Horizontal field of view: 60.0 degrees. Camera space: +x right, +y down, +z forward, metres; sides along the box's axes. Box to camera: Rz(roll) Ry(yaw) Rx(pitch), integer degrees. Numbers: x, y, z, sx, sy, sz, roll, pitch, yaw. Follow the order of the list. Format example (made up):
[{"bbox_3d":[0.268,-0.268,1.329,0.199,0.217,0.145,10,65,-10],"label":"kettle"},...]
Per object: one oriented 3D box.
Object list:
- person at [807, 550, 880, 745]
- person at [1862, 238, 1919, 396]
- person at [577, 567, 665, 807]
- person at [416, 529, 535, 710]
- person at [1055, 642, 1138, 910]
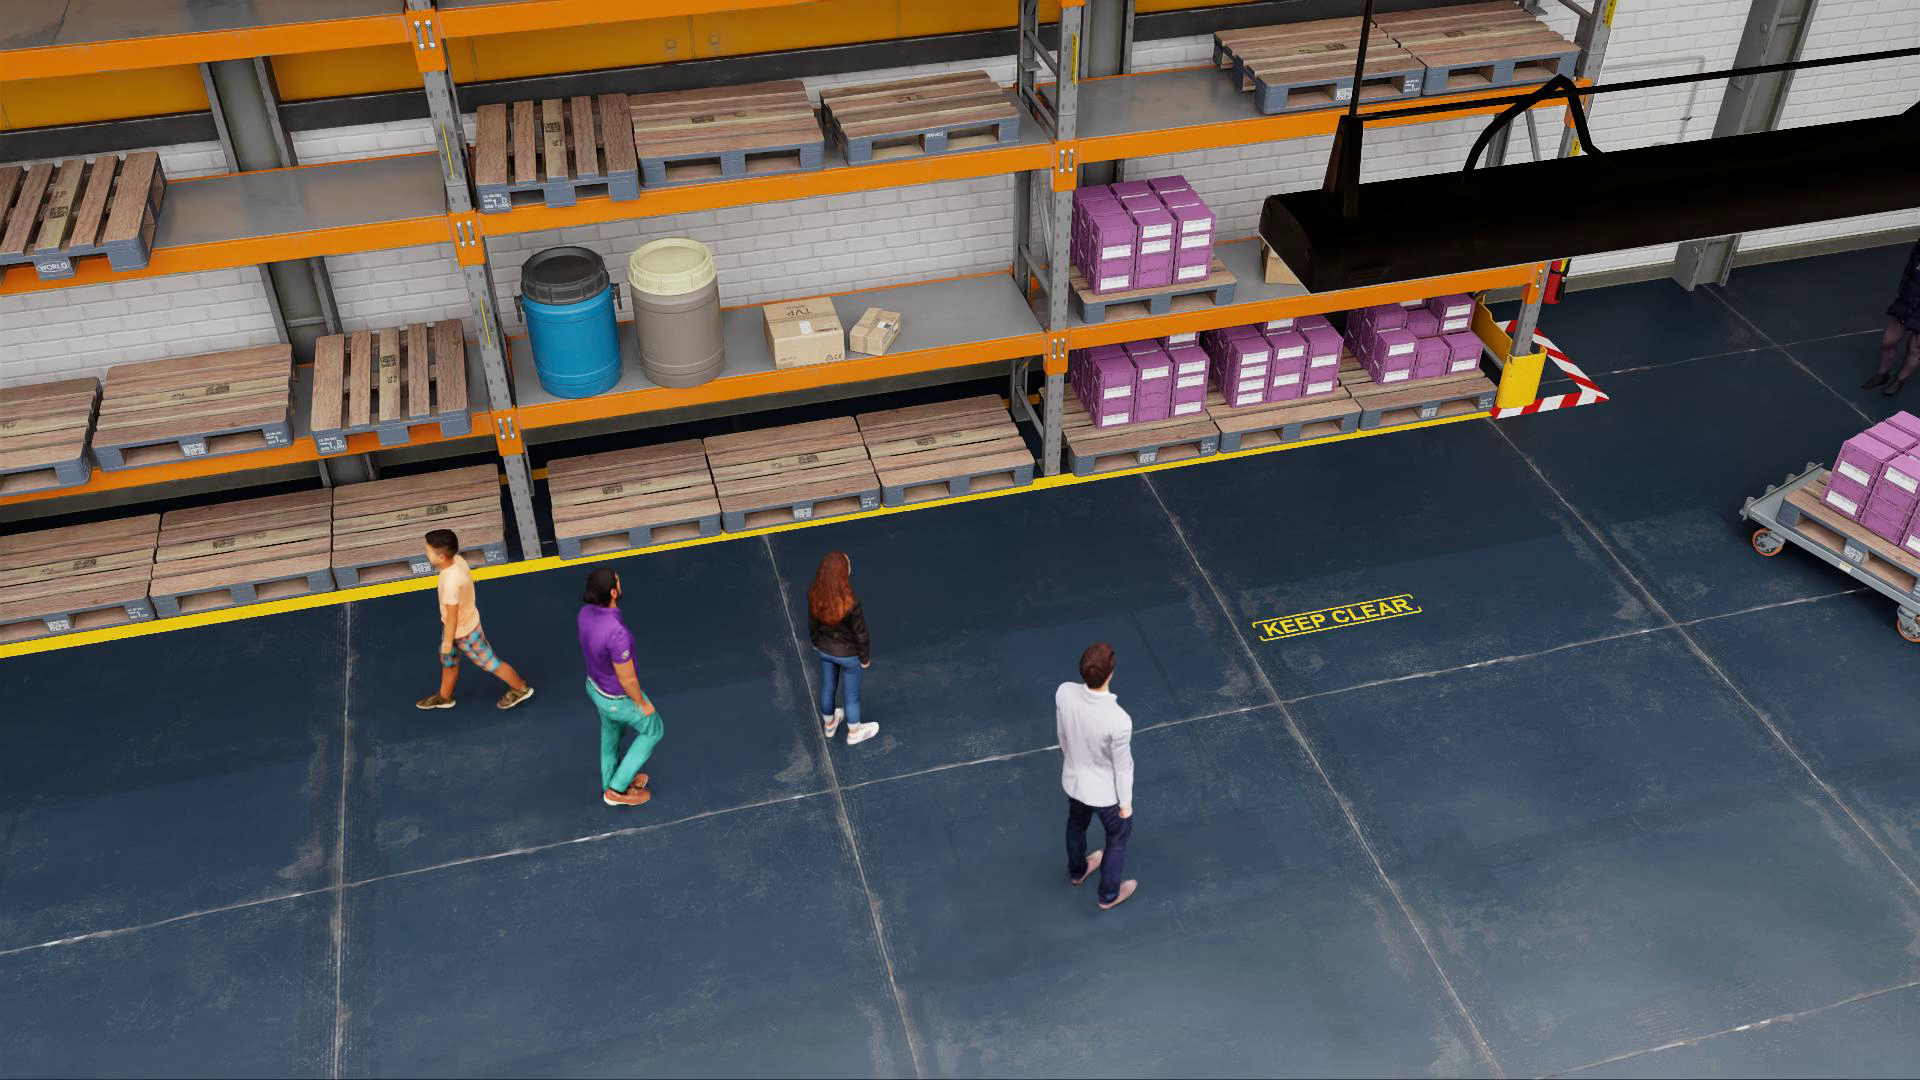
[{"bbox_3d":[-0.756,0.668,10.382,0.624,1.483,0.693,18,42,21],"label":"person"},{"bbox_3d":[7.859,-1.913,13.467,0.764,1.666,0.758,-24,45,-27],"label":"person"},{"bbox_3d":[-2.105,0.952,9.812,0.795,1.749,0.761,-26,45,-28],"label":"person"},{"bbox_3d":[-3.089,0.537,10.586,0.976,1.432,0.582,-11,40,-14],"label":"person"},{"bbox_3d":[0.708,1.349,9.238,0.849,1.846,0.840,-32,48,-33],"label":"person"}]
